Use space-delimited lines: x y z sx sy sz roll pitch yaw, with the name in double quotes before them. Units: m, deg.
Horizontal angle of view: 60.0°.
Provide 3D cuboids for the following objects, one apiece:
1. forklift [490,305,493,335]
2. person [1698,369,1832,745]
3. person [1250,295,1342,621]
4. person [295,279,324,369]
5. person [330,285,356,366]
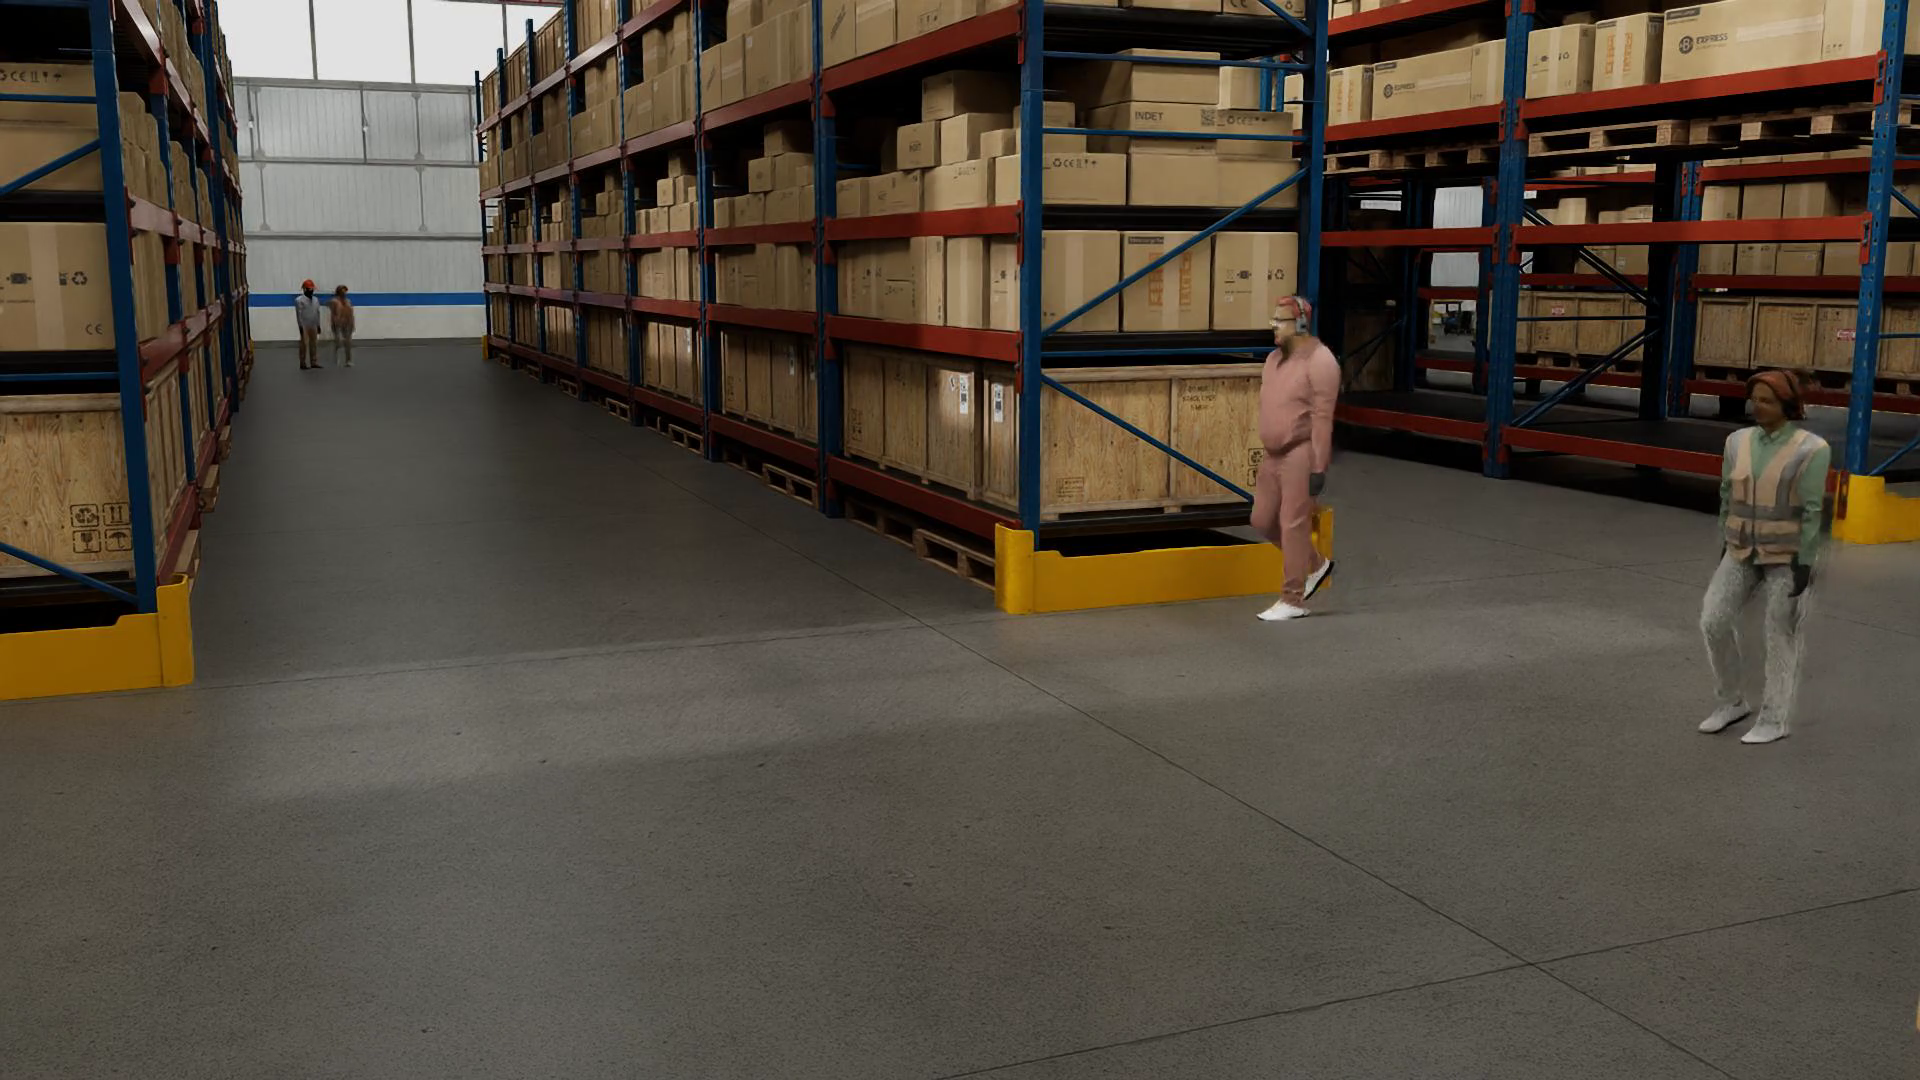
"forklift" -9.843 -5.745 38.276 1.873 2.768 1.129 -4 10 -22
"person" 3.424 0.089 7.102 0.428 1.624 0.518 -6 11 -31
"person" 1.970 -0.473 9.668 0.514 1.892 0.646 -4 10 -24
"person" -12.658 -4.193 32.385 0.360 1.742 0.563 4 10 23
"person" -12.333 -4.278 33.223 0.406 1.624 0.575 6 11 31
